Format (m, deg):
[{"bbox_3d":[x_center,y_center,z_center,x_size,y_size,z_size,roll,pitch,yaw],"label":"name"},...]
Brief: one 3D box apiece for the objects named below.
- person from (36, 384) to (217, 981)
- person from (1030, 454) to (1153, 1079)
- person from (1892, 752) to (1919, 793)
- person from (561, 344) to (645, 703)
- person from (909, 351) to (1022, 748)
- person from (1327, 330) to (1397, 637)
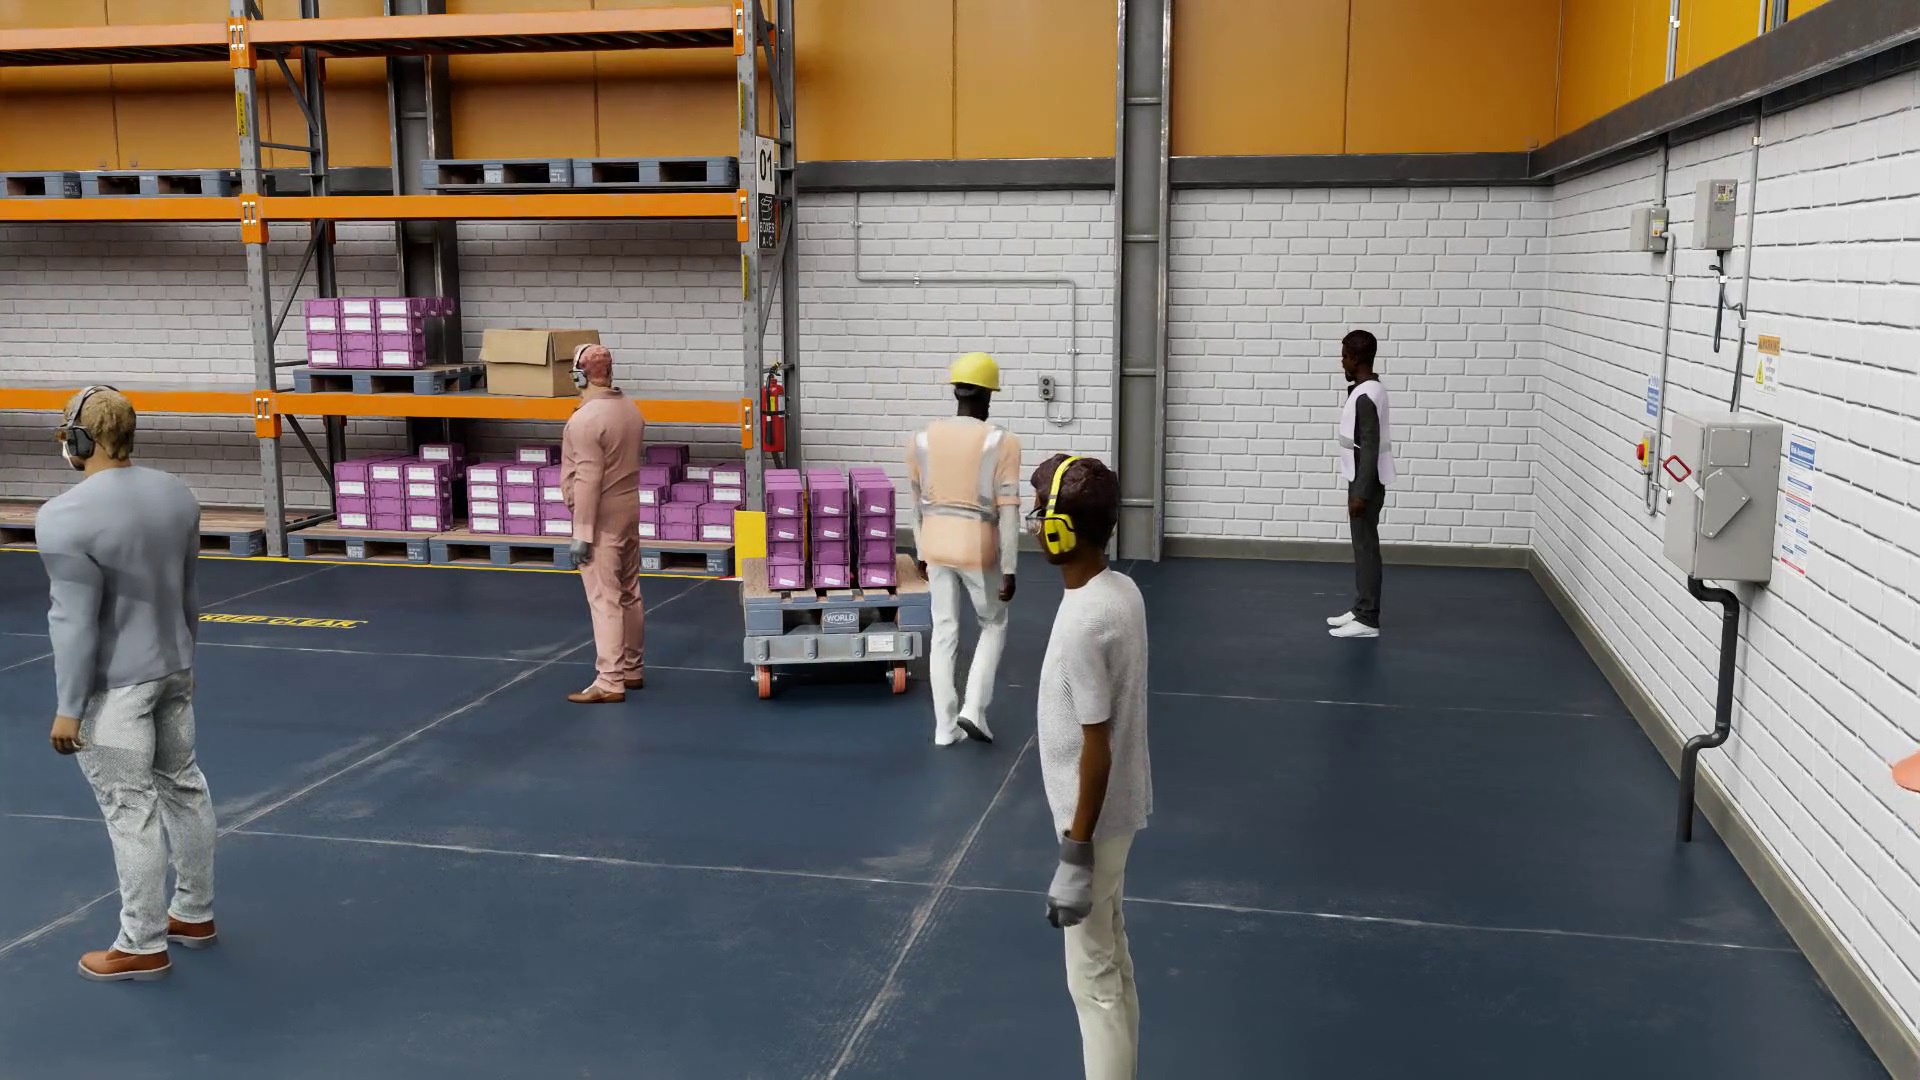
[{"bbox_3d":[-2.706,0.466,5.408,0.379,1.940,0.629,2,10,14],"label":"person"},{"bbox_3d":[0.302,0.718,4.121,0.336,1.864,0.521,2,10,14],"label":"person"},{"bbox_3d":[1.229,1.047,1.924,0.376,1.933,0.546,2,10,14],"label":"person"},{"bbox_3d":[-1.913,-0.085,8.835,0.400,1.905,0.643,2,10,14],"label":"person"},{"bbox_3d":[0.032,0.056,7.970,0.603,1.906,0.434,4,10,21],"label":"person"},{"bbox_3d":[2.520,-0.347,10.378,0.399,1.916,0.590,2,10,14],"label":"person"}]
